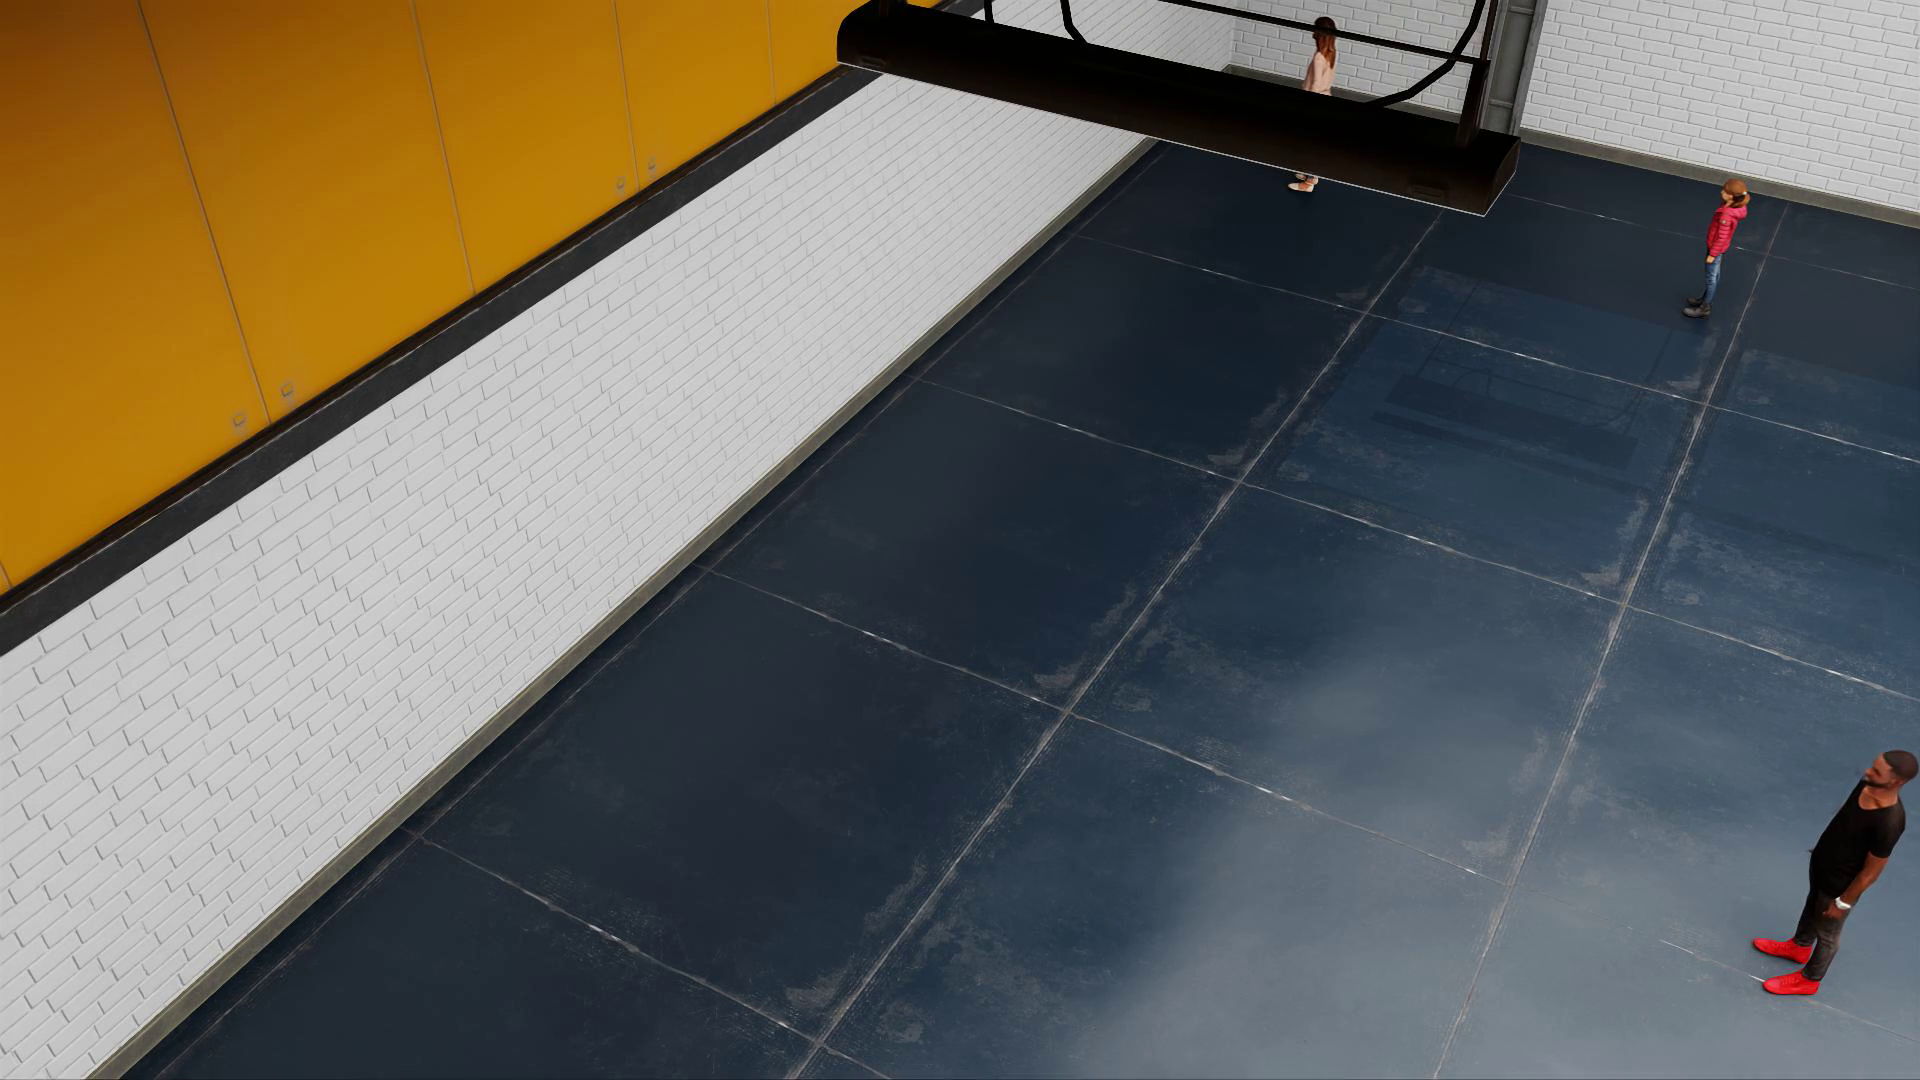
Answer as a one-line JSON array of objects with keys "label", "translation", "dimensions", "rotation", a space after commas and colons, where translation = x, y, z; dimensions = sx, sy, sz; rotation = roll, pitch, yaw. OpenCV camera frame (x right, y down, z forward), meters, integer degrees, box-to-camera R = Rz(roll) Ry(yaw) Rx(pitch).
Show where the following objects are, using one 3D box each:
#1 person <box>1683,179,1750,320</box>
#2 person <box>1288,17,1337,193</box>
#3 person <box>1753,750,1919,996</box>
[{"label": "person", "translation": [6.778, -2.607, 14.857], "dimensions": [0.469, 1.317, 0.508], "rotation": [20, 43, 23]}, {"label": "person", "translation": [3.570, -4.363, 16.676], "dimensions": [0.522, 1.791, 0.602], "rotation": [18, 42, 21]}, {"label": "person", "translation": [4.770, 1.779, 8.972], "dimensions": [0.654, 1.807, 0.702], "rotation": [7, 39, 8]}]
